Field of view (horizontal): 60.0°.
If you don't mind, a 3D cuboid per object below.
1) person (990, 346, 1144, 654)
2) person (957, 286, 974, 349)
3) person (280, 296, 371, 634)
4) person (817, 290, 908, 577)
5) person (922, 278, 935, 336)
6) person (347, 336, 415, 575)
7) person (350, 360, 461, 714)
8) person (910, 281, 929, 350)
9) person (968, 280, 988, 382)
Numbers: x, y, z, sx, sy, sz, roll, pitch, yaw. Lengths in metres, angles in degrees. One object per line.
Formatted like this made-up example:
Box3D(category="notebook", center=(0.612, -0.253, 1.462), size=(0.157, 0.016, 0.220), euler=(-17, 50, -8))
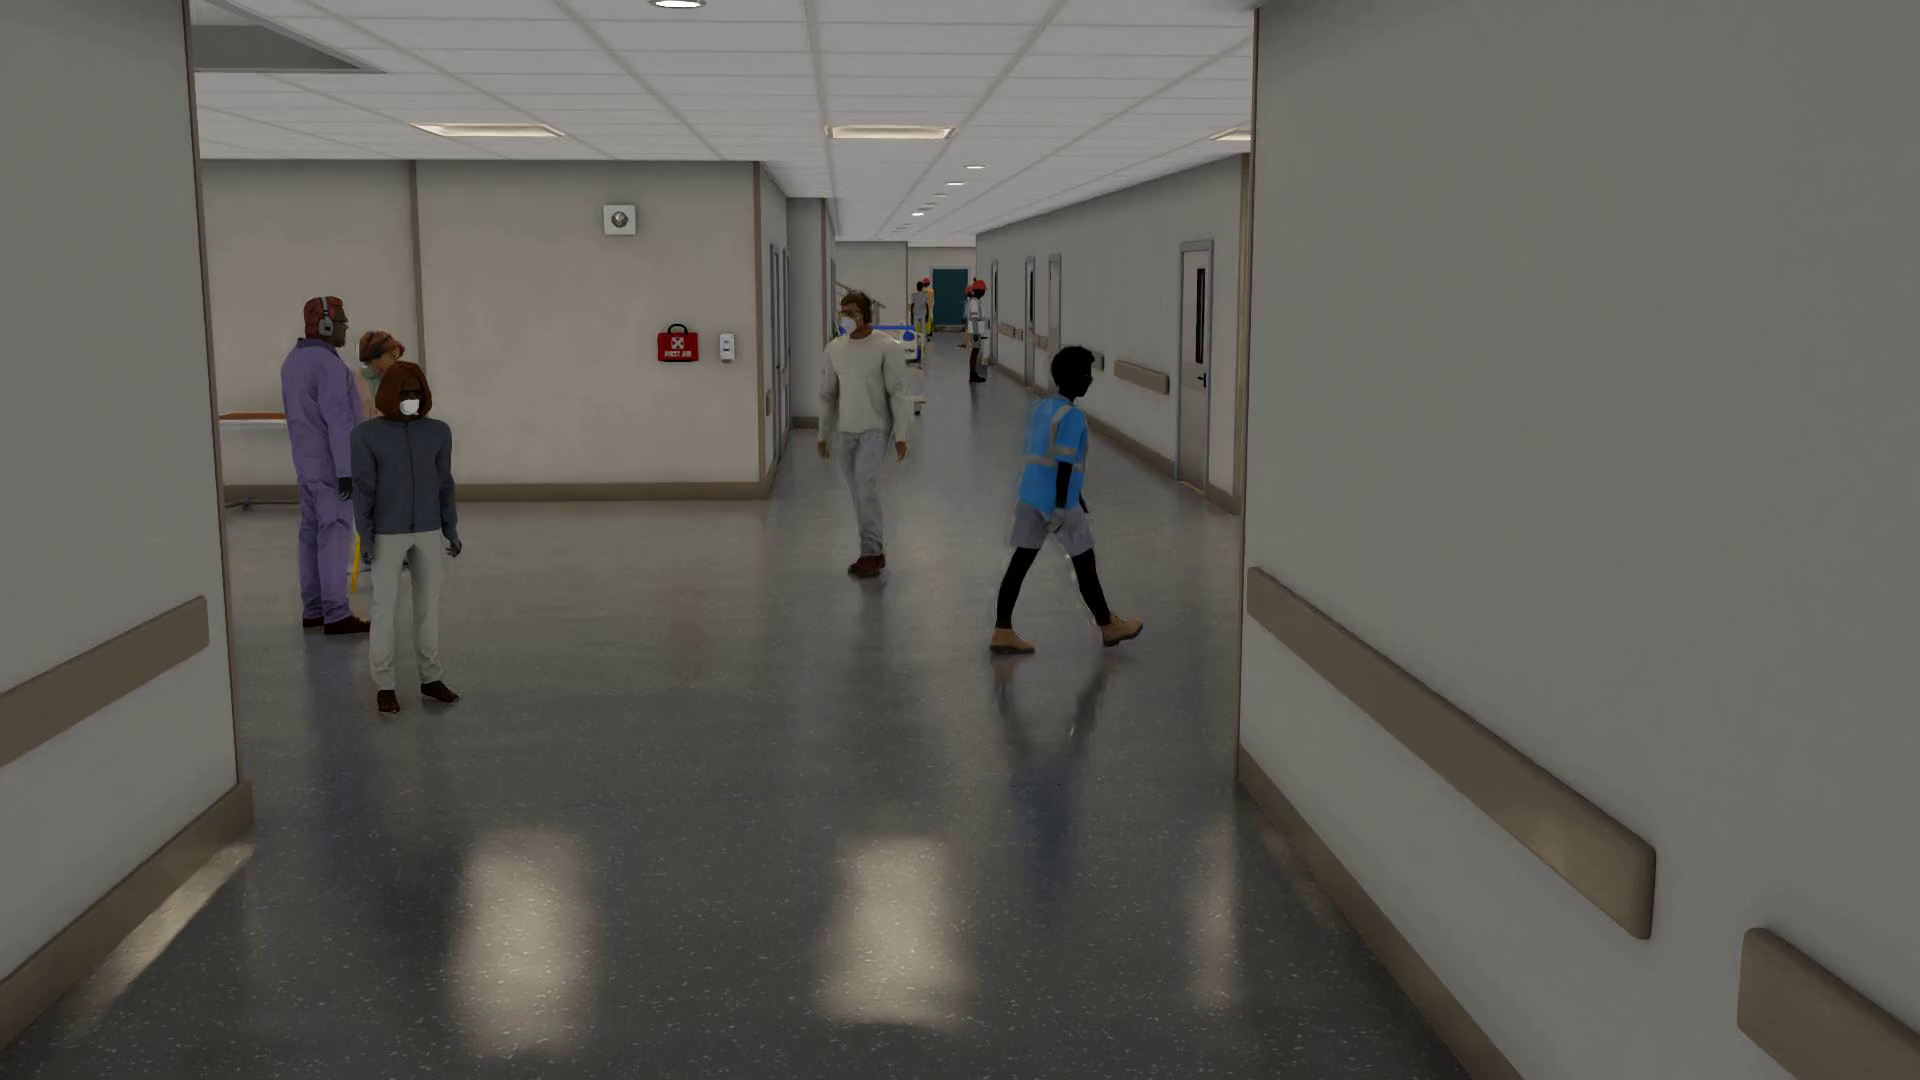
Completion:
Box3D(category="person", center=(0.551, -0.209, 8.897), size=(0.919, 1.636, 0.527), euler=(-4, 10, -24))
Box3D(category="person", center=(0.226, -6.120, 45.806), size=(0.842, 1.714, 0.585), euler=(-2, 9, -15))
Box3D(category="person", center=(-3.572, -0.426, 9.453), size=(0.402, 1.906, 0.652), euler=(-8, 12, -41))
Box3D(category="person", center=(-0.677, -0.700, 11.133), size=(0.654, 1.916, 0.584), euler=(6, 11, 33))
Box3D(category="person", center=(-1.099, -7.684, 54.923), size=(0.358, 1.937, 0.552), euler=(9, 13, 44))
Box3D(category="person", center=(-3.967, -0.576, 11.332), size=(0.614, 1.613, 0.334), euler=(-5, 10, -28))
Box3D(category="person", center=(-2.578, -0.021, 7.767), size=(0.498, 1.633, 0.286), euler=(-9, 12, -43))
Box3D(category="person", center=(-1.096, -6.018, 44.718), size=(0.514, 1.866, 0.338), euler=(-2, 9, -14))
Box3D(category="person", center=(0.346, -3.965, 31.579), size=(0.373, 1.934, 0.551), euler=(1, 9, 6))
